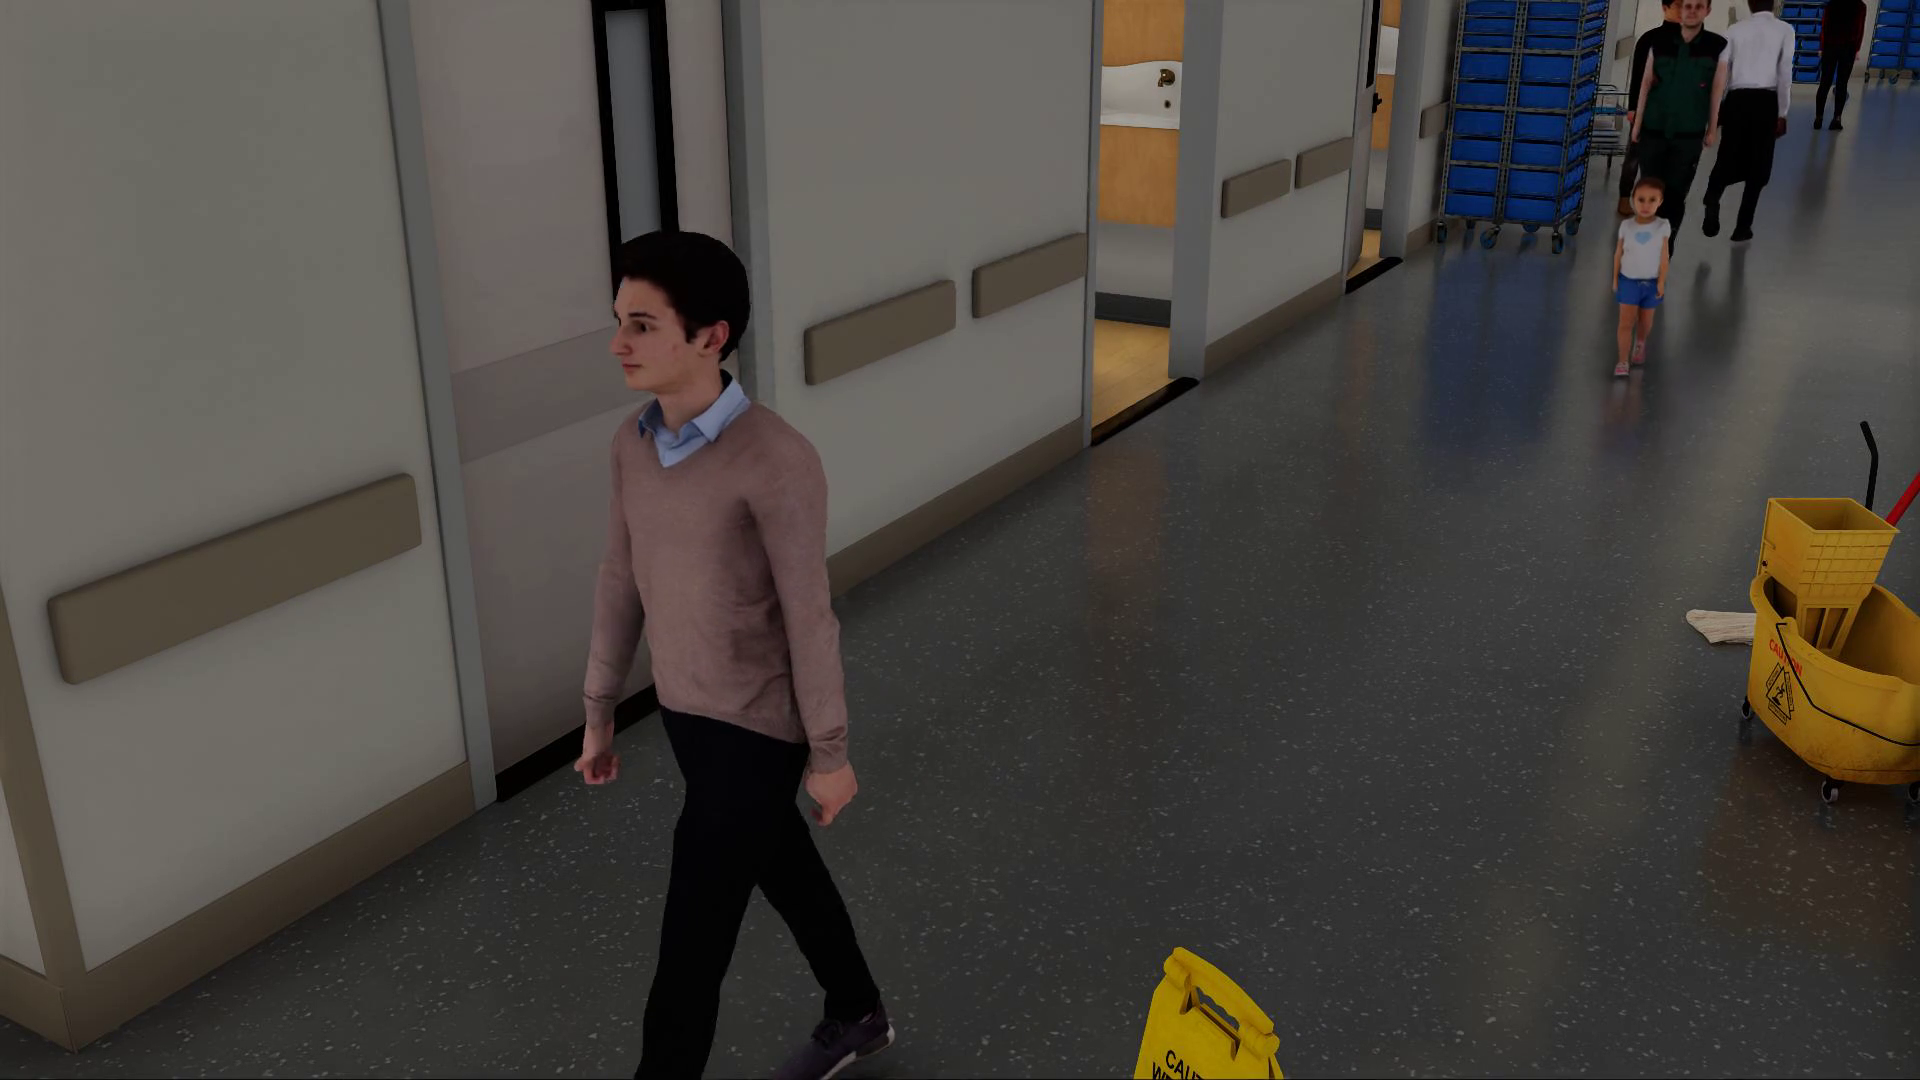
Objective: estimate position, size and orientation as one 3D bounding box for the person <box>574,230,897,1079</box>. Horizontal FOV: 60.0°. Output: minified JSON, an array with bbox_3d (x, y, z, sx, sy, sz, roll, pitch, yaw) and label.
[{"bbox_3d":[-0.352,0.343,3.021,0.840,1.757,1.234,18,27,40],"label":"person"}]

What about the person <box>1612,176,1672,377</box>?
[{"bbox_3d":[3.523,-1.359,8.573,0.447,1.008,0.708,10,23,24],"label":"person"}]

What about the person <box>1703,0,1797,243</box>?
[{"bbox_3d":[5.513,-2.974,11.709,0.766,1.806,1.081,17,27,38],"label":"person"}]

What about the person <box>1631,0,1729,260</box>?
[{"bbox_3d":[4.676,-2.660,10.893,0.683,1.793,1.122,13,24,31],"label":"person"}]

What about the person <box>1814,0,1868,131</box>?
[{"bbox_3d":[9.605,-5.339,18.168,0.617,1.655,0.557,16,26,36],"label":"person"}]

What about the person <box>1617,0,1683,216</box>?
[{"bbox_3d":[5.452,-3.416,13.000,0.723,1.720,0.728,-1,21,-3],"label":"person"}]
